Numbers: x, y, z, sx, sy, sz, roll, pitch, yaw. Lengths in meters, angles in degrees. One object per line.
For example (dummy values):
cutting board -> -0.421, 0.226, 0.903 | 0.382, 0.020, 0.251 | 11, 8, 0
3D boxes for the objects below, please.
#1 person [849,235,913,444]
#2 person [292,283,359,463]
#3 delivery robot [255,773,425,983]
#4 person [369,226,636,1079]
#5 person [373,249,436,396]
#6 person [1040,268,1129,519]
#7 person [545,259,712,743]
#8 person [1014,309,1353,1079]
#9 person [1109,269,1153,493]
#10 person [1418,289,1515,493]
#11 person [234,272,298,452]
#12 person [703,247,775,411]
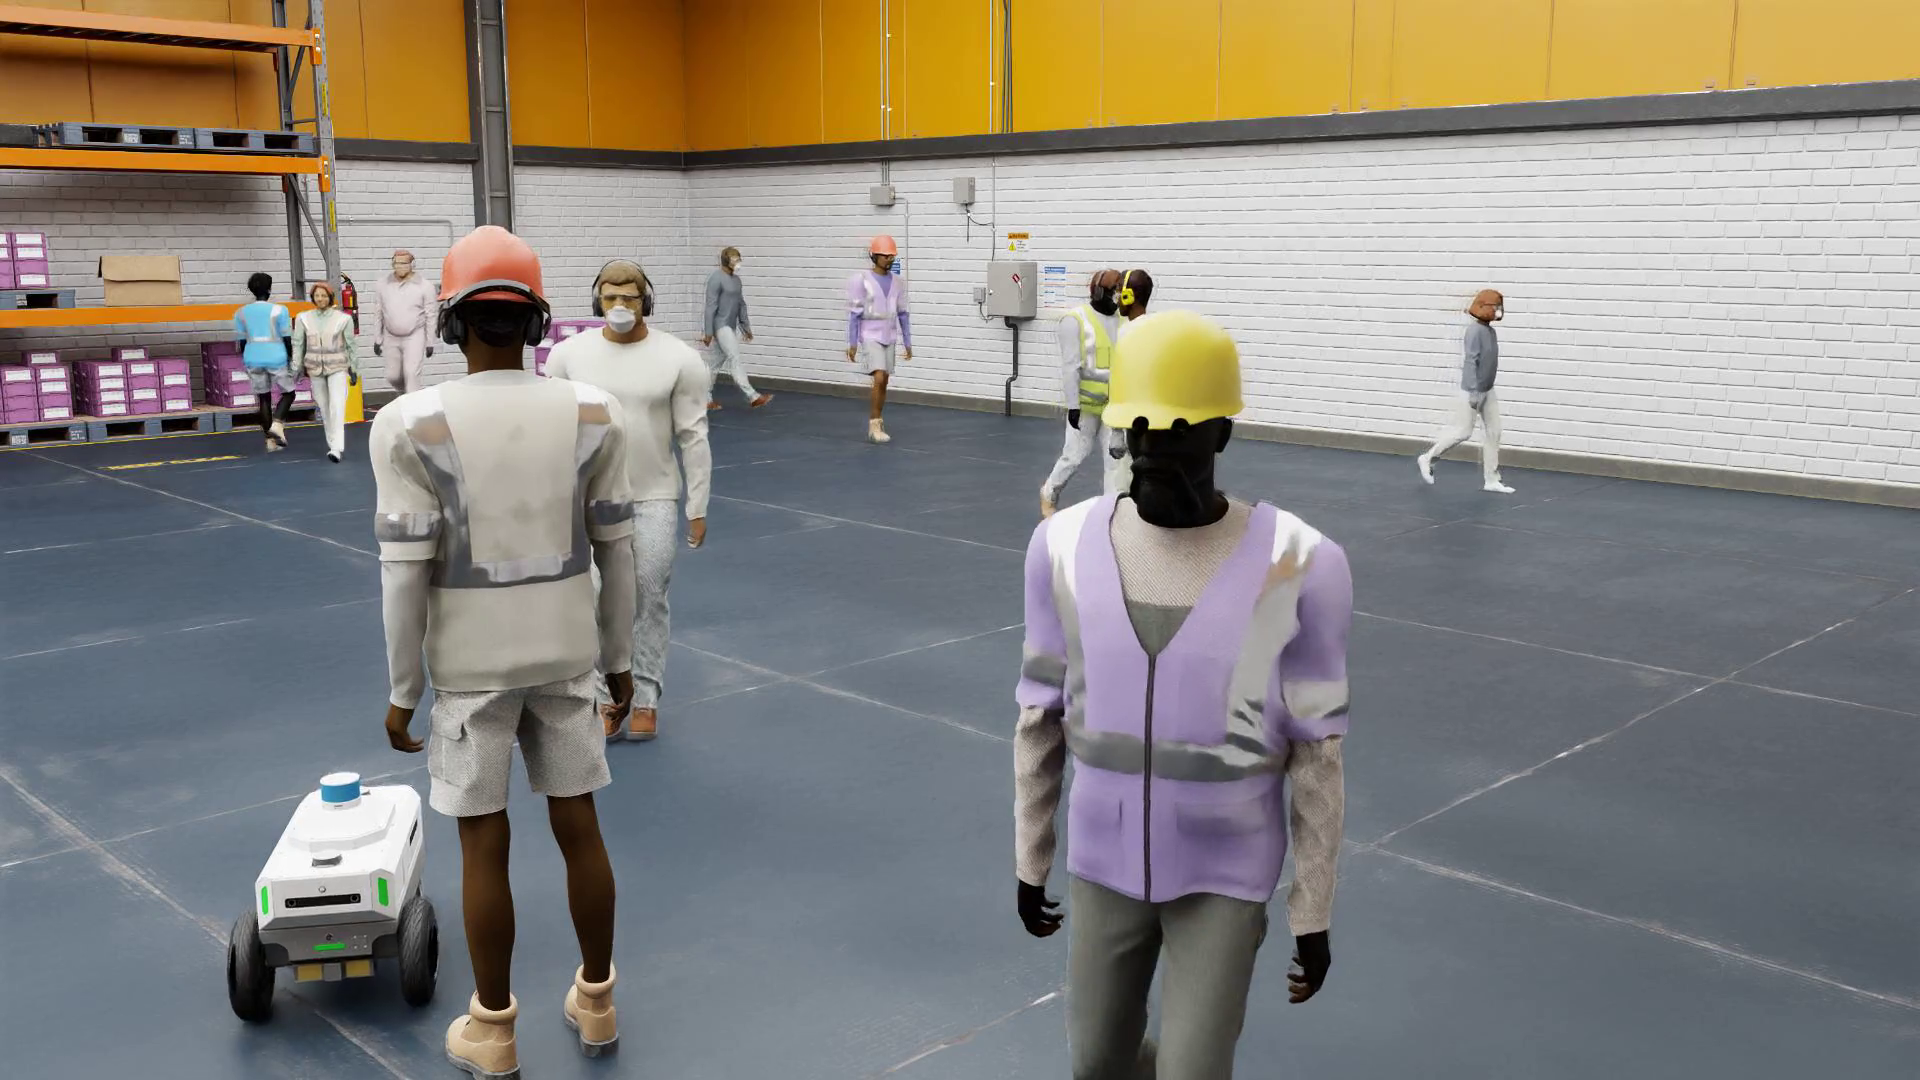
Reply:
person -> -0.729, -1.932, 16.131 | 0.642, 2.016, 0.717 | -8, 13, -37
person -> -5.662, -1.481, 14.821 | 0.524, 1.596, 0.836 | -1, 10, -4
delivery robot -> -1.680, 0.880, 4.546 | 0.477, 0.478, 0.707 | -2, 11, -11
person -> -1.085, 0.282, 4.001 | 0.614, 2.040, 0.390 | -7, 12, -32
person -> -5.860, -2.135, 17.613 | 0.667, 1.882, 0.639 | 0, 10, -2
person -> 0.879, -0.928, 11.252 | 0.633, 1.813, 0.841 | -6, 12, -30
person -> -1.305, -0.131, 6.564 | 0.653, 1.925, 0.515 | -1, 10, -7
person -> 0.387, 0.542, 2.967 | 0.603, 1.905, 0.794 | 5, 12, 25
person -> 1.134, -0.671, 9.780 | 0.816, 1.831, 0.525 | 6, 12, 30
person -> 4.058, -1.189, 13.210 | 0.718, 1.607, 0.500 | 9, 14, 42
person -> -6.466, -1.649, 15.498 | 0.544, 1.677, 0.406 | 0, 10, 1
person -> -2.597, -2.407, 19.105 | 1.024, 1.878, 0.630 | 3, 11, 15
